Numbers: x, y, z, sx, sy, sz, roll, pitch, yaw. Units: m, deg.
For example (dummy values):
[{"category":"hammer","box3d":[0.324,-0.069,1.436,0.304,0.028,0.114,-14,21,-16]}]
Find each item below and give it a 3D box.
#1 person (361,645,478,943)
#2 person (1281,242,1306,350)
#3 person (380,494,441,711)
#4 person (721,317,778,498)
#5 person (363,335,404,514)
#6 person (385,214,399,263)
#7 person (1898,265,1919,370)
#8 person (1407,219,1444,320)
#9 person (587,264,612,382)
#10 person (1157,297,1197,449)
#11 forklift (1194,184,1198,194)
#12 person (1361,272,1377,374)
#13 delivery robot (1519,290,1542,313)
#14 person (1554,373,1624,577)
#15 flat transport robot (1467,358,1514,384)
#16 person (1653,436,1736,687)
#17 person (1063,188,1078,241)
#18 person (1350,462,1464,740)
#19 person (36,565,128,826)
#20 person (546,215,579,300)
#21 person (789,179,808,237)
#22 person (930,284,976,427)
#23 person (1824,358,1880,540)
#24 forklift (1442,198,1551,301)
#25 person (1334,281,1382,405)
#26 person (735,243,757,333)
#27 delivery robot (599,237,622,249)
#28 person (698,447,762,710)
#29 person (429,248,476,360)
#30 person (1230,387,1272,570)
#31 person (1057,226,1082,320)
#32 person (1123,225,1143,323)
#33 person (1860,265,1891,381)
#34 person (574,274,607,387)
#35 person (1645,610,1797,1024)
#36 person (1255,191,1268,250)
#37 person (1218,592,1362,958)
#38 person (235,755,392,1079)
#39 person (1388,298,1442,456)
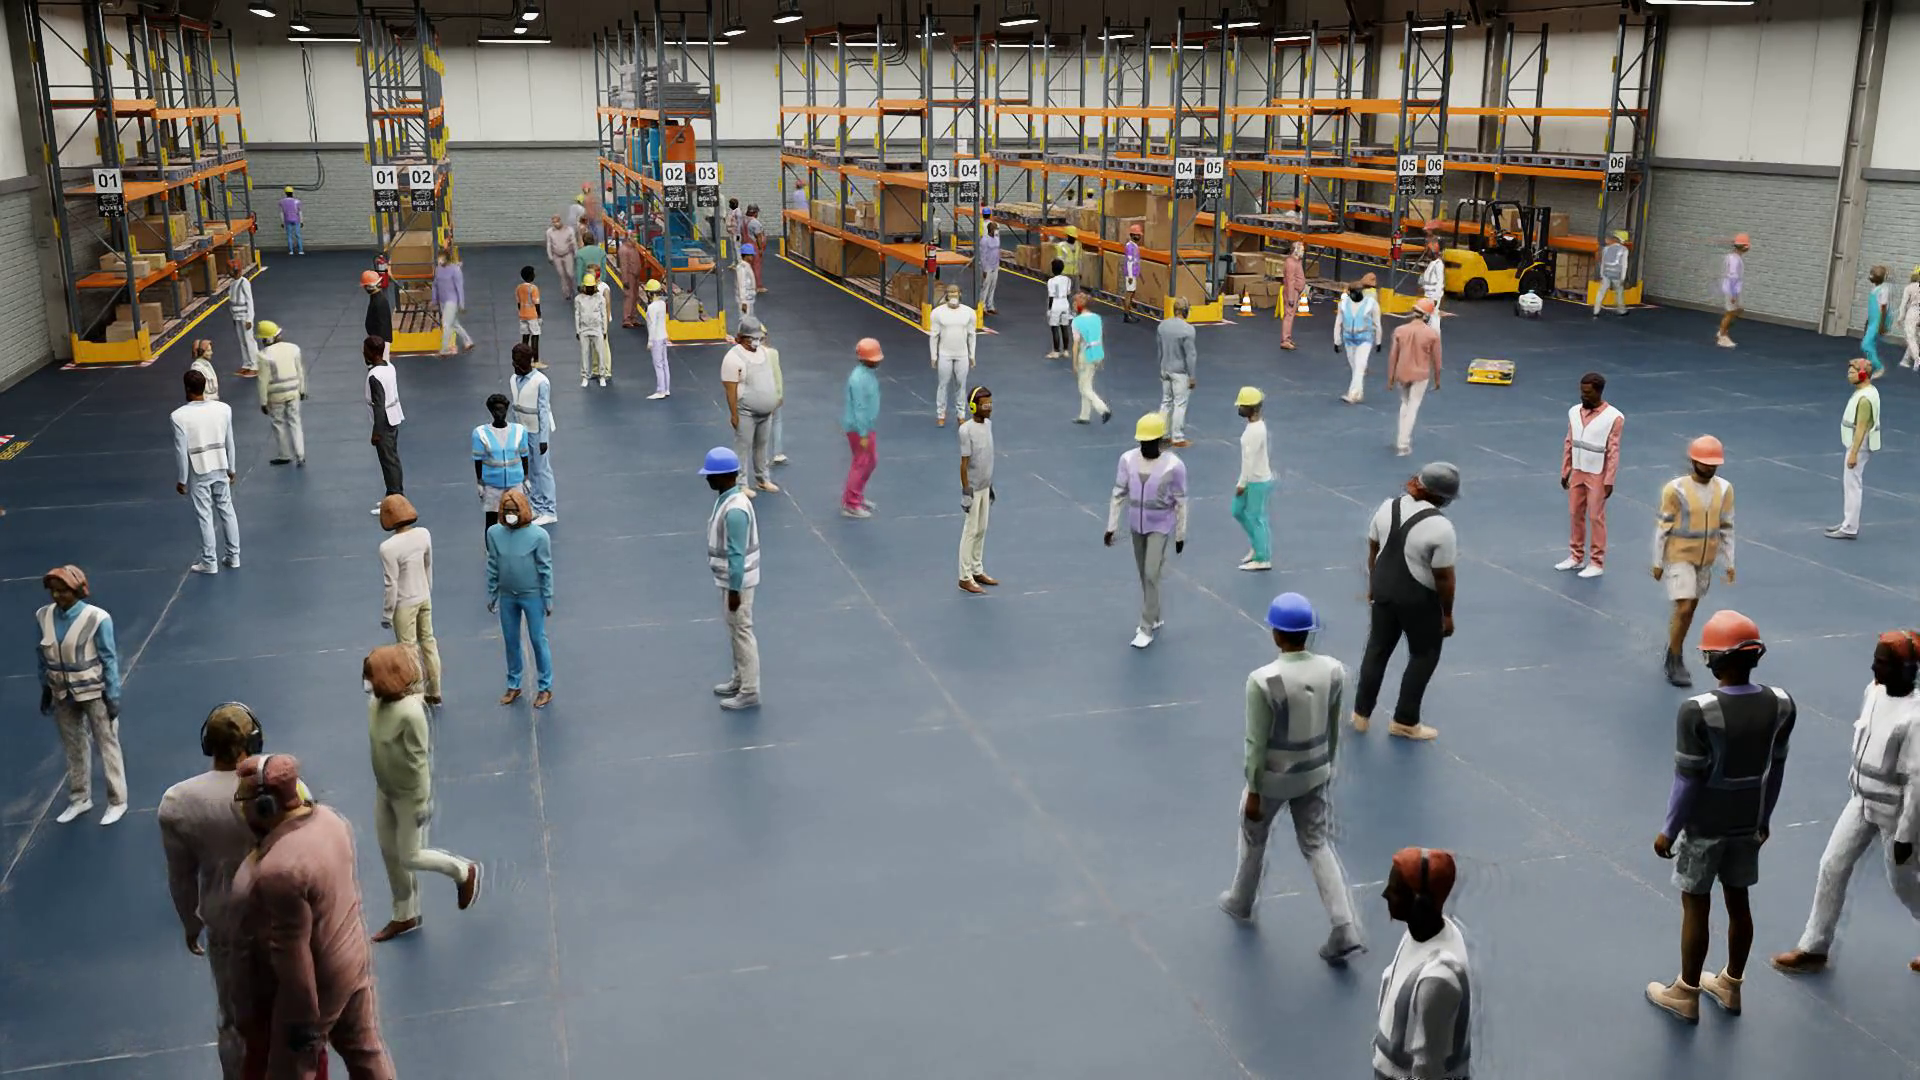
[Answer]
[{"category":"person","box3d":[-2.892,1.317,8.783,0.504,1.624,0.506,12,19,39]},{"category":"person","box3d":[5.936,-4.342,29.565,0.395,1.898,0.638,4,15,16]},{"category":"person","box3d":[-3.967,0.468,11.958,0.283,1.633,0.498,5,16,19]},{"category":"person","box3d":[-2.305,-1.496,18.566,0.536,2.000,0.686,10,18,34]},{"category":"person","box3d":[-6.173,-1.238,17.831,0.392,1.919,0.593,-2,15,-7]},{"category":"person","box3d":[-15.163,-8.307,44.484,0.586,1.900,0.624,5,16,19]},{"category":"person","box3d":[15.733,-3.653,27.323,0.490,1.718,0.784,0,15,2]},{"category":"person","box3d":[9.352,-5.380,33.244,0.815,2.013,0.634,-4,15,-16]},{"category":"person","box3d":[-5.704,-3.427,26.199,0.565,1.850,0.390,12,19,38]},{"category":"person","box3d":[2.751,-2.118,21.136,0.373,1.928,0.638,-10,18,-34]},{"category":"forklift","box3d":[7.392,-11.333,53.972,1.873,2.768,1.129,-4,15,-15]},{"category":"person","box3d":[6.581,-3.515,26.963,0.287,1.629,0.501,-6,16,-22]},{"category":"delivery robot","box3d":[11.604,-4.844,33.832,0.477,0.478,0.707,2,15,7]},{"category":"person","box3d":[5.880,-0.619,15.527,0.399,1.908,0.599,-8,17,-28]},{"category":"flat transport robot","box3d":[8.456,-2.694,26.465,0.652,0.197,1.431,5,16,19]},{"category":"person","box3d":[5.597,0.166,12.567,0.546,1.914,0.722,-3,15,-9]},{"category":"person","box3d":[3.197,-9.217,47.989,0.550,1.848,0.476,6,16,21]},{"category":"person","box3d":[3.124,0.369,11.546,0.576,2.000,0.772,-9,17,-30]},{"category":"person","box3d":[-5.367,0.941,10.165,0.514,1.640,0.311,3,15,10]},{"category":"person","box3d":[-8.780,-6.233,36.738,0.696,1.868,0.550,0,15,0]},{"category":"person","box3d":[-5.033,-10.308,52.009,0.560,1.893,0.934,-10,18,-32]},{"category":"person","box3d":[-0.094,-2.490,22.502,0.635,1.937,0.353,-2,15,-8]},{"category":"person","box3d":[9.065,-0.918,16.793,0.399,1.834,0.569,7,17,26]},{"category":"forklift","box3d":[11.913,-6.508,37.130,2.313,2.155,1.214,-4,15,-15]},{"category":"person","box3d":[5.791,-2.884,24.278,0.648,1.782,1.011,11,18,34]},{"category":"person","box3d":[-3.665,-4.124,28.648,0.413,1.944,0.613,2,15,6]},{"category":"delivery robot","box3d":[-9.804,-8.266,46.708,0.477,0.478,0.707,7,16,25]},{"category":"person","box3d":[-1.669,0.270,12.131,0.420,1.938,0.605,-4,15,-15]},{"category":"person","box3d":[-8.750,-4.069,28.584,0.642,1.904,0.982,11,19,36]},{"category":"person","box3d":[2.745,-0.571,15.645,0.412,1.749,0.541,1,15,4]},{"category":"person","box3d":[2.226,-5.358,33.385,0.625,1.884,0.504,-8,17,-27]},{"category":"person","box3d":[3.446,-5.281,33.011,0.368,1.933,0.552,4,15,15]},{"category":"person","box3d":[14.331,-3.386,26.087,0.410,1.825,0.540,3,15,9]},{"category":"person","box3d":[-5.687,-3.228,25.675,0.486,1.738,0.320,-1,15,-5]},{"category":"person","box3d":[3.615,1.325,7.965,0.605,2.035,0.390,-4,15,-14]},{"category":"person","box3d":[8.869,-9.384,48.796,0.329,1.753,0.560,13,20,41]},{"category":"person","box3d":[1.757,1.216,8.630,0.629,1.914,0.949,-7,16,-24]},{"category":"person","box3d":[-2.642,1.752,6.695,0.648,1.874,0.670,-1,15,-2]},{"category":"person","box3d":[5.725,-2.059,20.851,0.622,1.946,0.847,12,19,38]}]
